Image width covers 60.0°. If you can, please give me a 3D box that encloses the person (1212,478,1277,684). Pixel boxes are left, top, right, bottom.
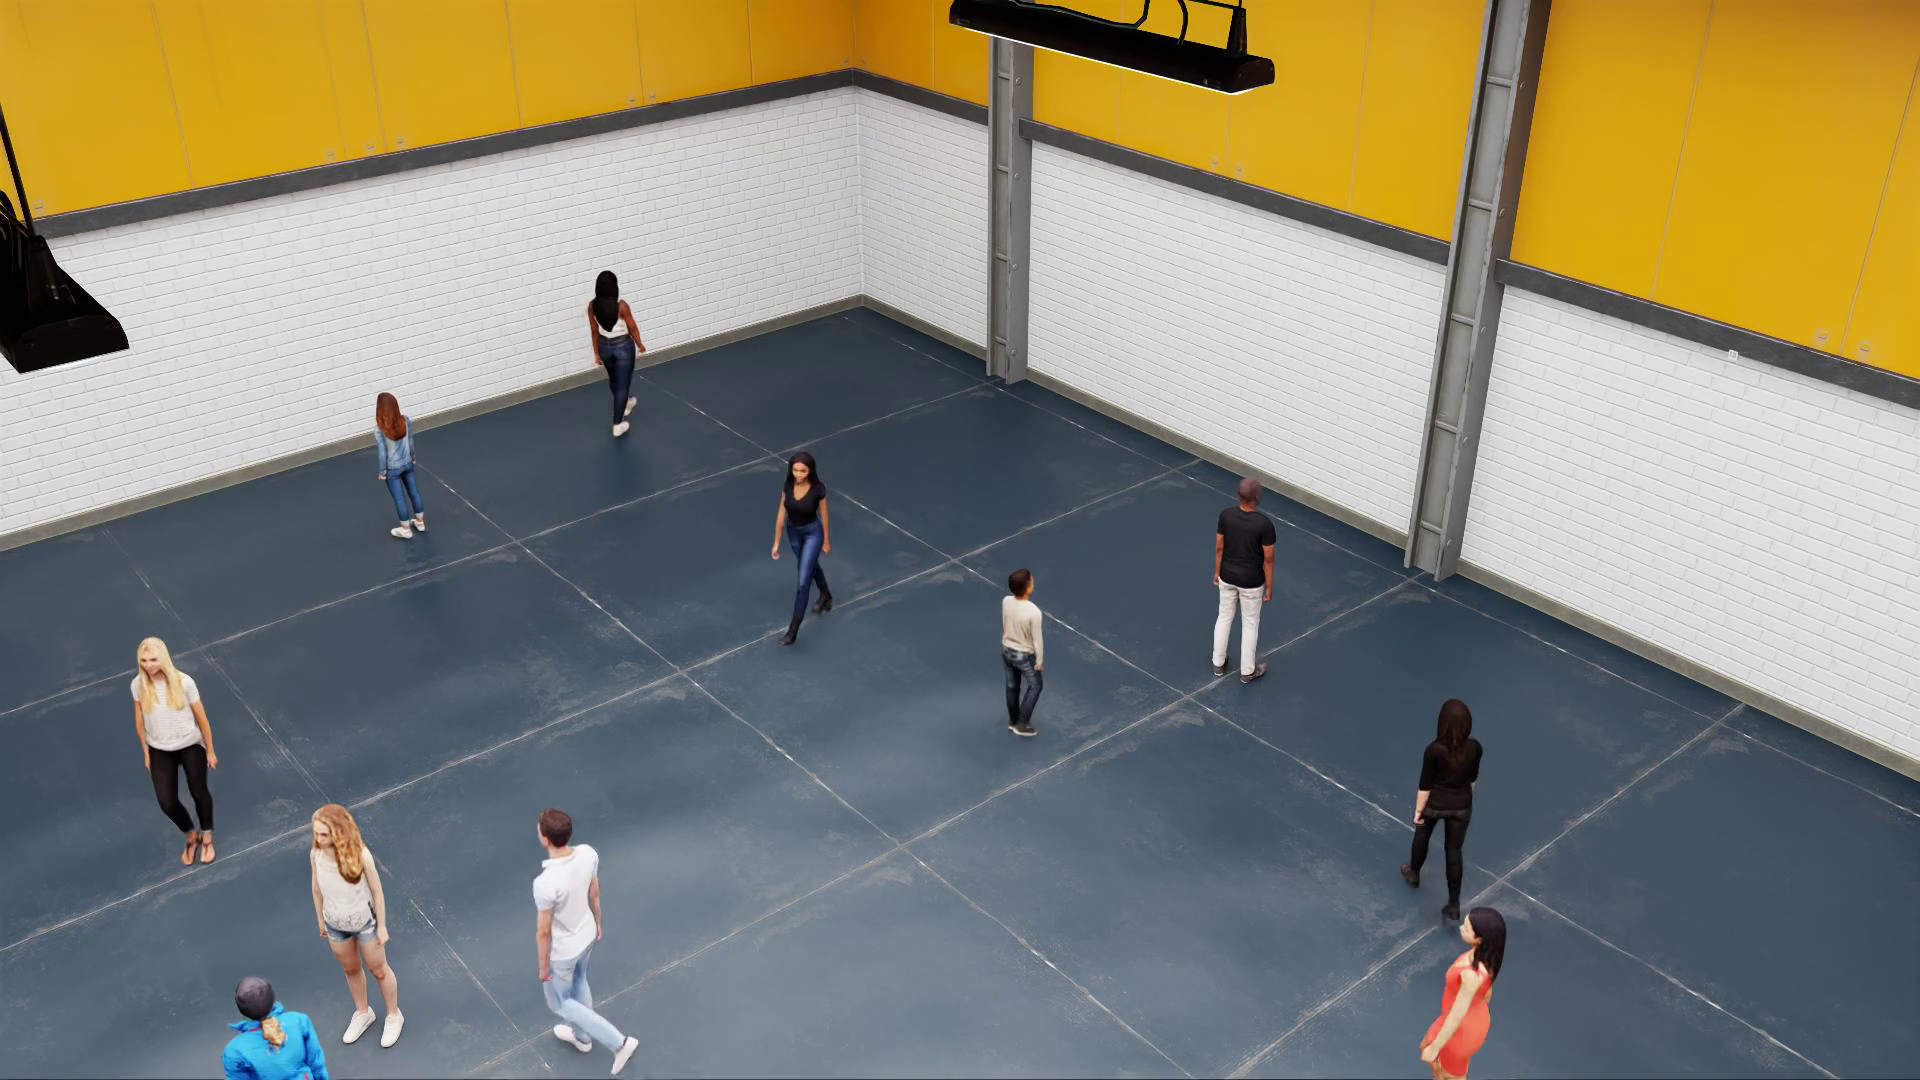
[{"bbox_3d":[2.300,0.323,13.589,0.639,1.803,0.798,16,32,27],"label":"person"}]

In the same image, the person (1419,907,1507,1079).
[{"bbox_3d":[2.869,2.750,9.241,0.709,1.707,0.686,12,31,21],"label":"person"}]

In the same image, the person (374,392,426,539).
[{"bbox_3d":[-5.349,-0.721,15.843,0.571,1.477,0.607,19,34,31],"label":"person"}]

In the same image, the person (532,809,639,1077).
[{"bbox_3d":[-2.224,2.398,9.756,1.078,1.831,0.912,12,31,21],"label":"person"}]

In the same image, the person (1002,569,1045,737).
[{"bbox_3d":[0.431,0.900,12.891,0.608,1.457,0.700,19,34,31],"label":"person"}]

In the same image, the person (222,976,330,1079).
[{"bbox_3d":[-3.469,3.017,8.664,0.634,1.790,0.720,-19,34,-31],"label":"person"}]

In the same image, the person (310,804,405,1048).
[{"bbox_3d":[-3.636,2.302,10.006,0.638,1.759,0.714,4,29,8],"label":"person"}]

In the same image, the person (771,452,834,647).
[{"bbox_3d":[-1.295,-0.014,14.341,1.200,1.674,1.005,13,31,22],"label":"person"}]

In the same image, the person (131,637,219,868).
[{"bbox_3d":[-5.423,1.417,11.567,0.725,1.819,0.730,-7,29,-13],"label":"person"}]

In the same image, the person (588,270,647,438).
[{"bbox_3d":[-3.703,-1.973,17.831,1.086,1.772,1.039,8,30,15],"label":"person"}]

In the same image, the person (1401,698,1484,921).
[{"bbox_3d":[3.266,1.805,11.060,0.919,1.623,1.009,0,29,0],"label":"person"}]
